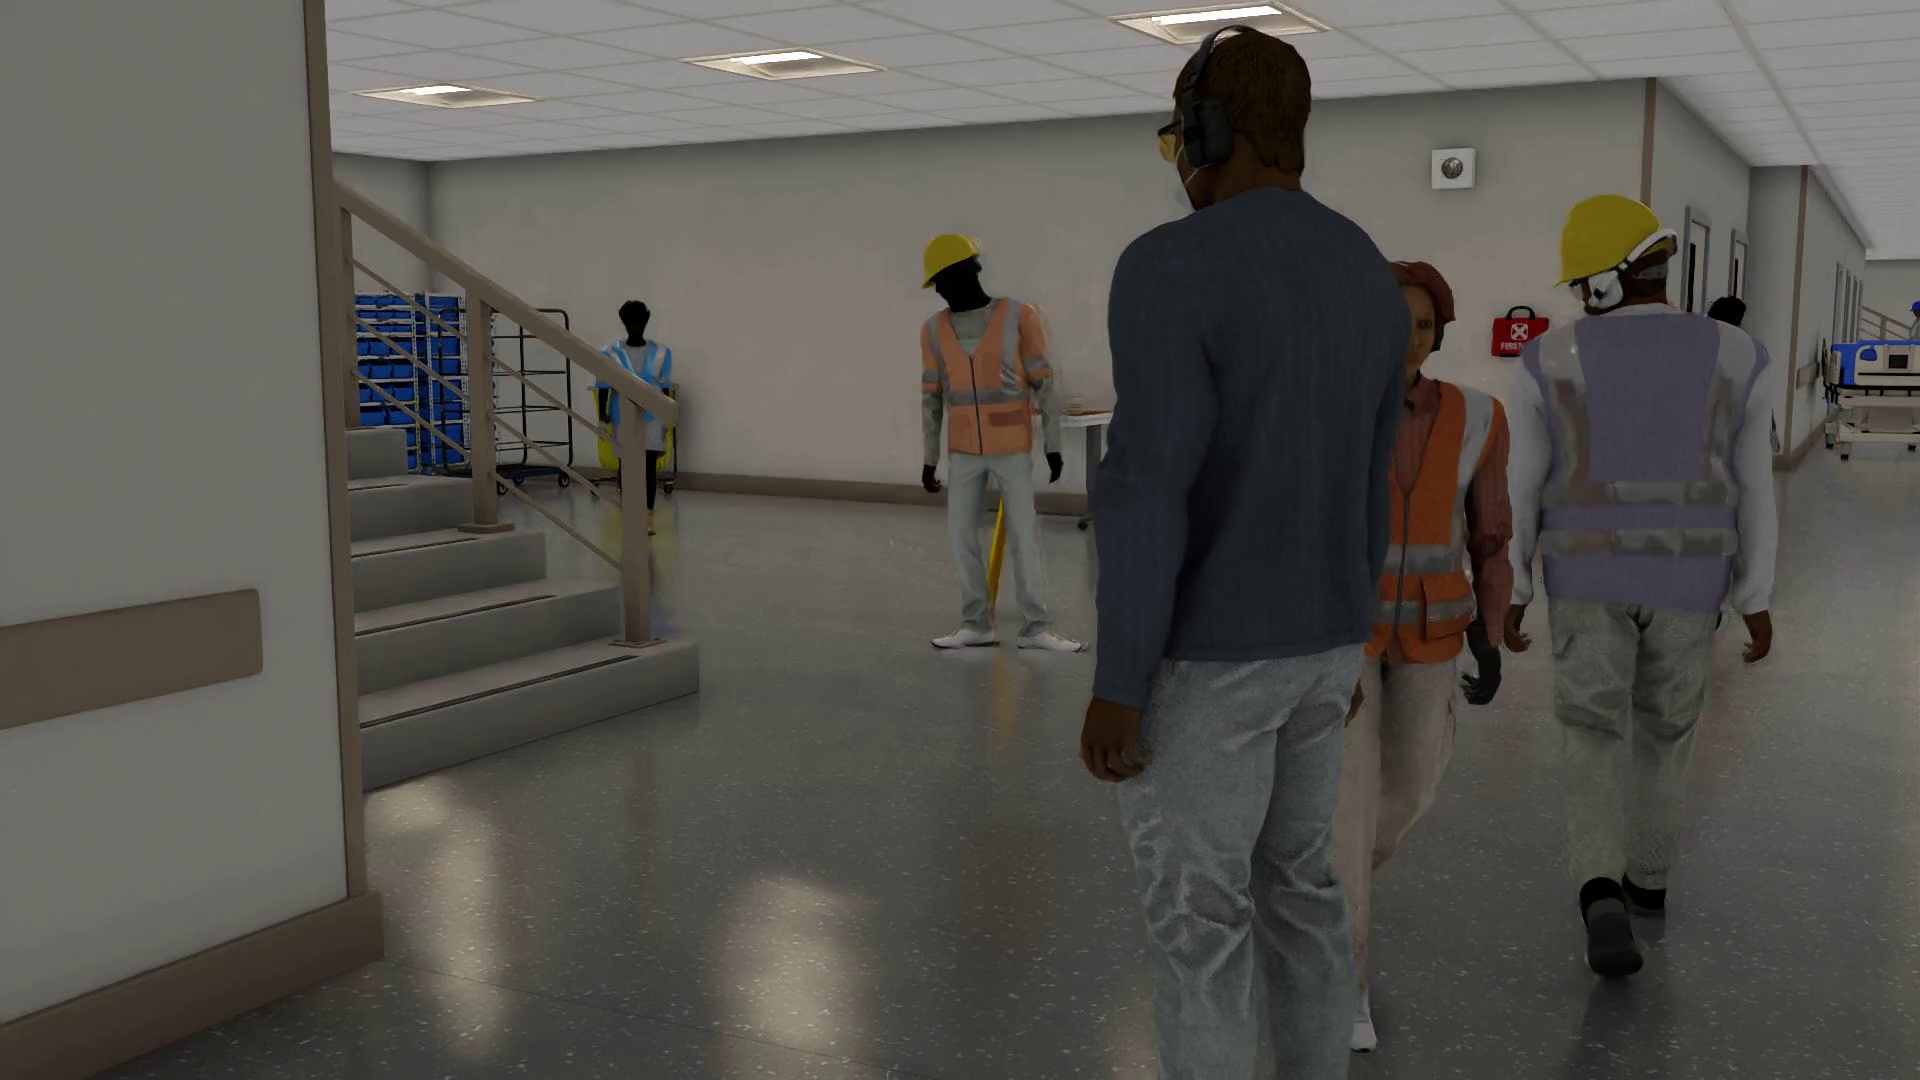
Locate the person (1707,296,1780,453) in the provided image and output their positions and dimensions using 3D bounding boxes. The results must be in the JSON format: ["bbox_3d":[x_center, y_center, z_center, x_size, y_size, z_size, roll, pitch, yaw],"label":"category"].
[{"bbox_3d":[4.732,-0.672,10.232,0.868,1.635,0.577,-4,8,-27],"label":"person"}]

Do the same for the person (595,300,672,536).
[{"bbox_3d":[-2.316,-0.876,11.812,0.537,1.654,0.756,-2,8,-15],"label":"person"}]

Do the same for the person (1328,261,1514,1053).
[{"bbox_3d":[0.905,0.207,3.642,0.512,1.613,0.713,0,7,-2],"label":"person"}]

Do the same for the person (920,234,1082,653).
[{"bbox_3d":[0.186,-0.413,7.404,0.772,1.875,0.369,3,8,19],"label":"person"}]

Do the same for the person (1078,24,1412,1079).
[{"bbox_3d":[0.446,0.183,2.593,0.635,1.929,0.375,-7,10,-43],"label":"person"}]

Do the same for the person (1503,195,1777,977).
[{"bbox_3d":[1.563,0.090,3.869,0.614,1.788,0.825,2,8,15],"label":"person"}]
